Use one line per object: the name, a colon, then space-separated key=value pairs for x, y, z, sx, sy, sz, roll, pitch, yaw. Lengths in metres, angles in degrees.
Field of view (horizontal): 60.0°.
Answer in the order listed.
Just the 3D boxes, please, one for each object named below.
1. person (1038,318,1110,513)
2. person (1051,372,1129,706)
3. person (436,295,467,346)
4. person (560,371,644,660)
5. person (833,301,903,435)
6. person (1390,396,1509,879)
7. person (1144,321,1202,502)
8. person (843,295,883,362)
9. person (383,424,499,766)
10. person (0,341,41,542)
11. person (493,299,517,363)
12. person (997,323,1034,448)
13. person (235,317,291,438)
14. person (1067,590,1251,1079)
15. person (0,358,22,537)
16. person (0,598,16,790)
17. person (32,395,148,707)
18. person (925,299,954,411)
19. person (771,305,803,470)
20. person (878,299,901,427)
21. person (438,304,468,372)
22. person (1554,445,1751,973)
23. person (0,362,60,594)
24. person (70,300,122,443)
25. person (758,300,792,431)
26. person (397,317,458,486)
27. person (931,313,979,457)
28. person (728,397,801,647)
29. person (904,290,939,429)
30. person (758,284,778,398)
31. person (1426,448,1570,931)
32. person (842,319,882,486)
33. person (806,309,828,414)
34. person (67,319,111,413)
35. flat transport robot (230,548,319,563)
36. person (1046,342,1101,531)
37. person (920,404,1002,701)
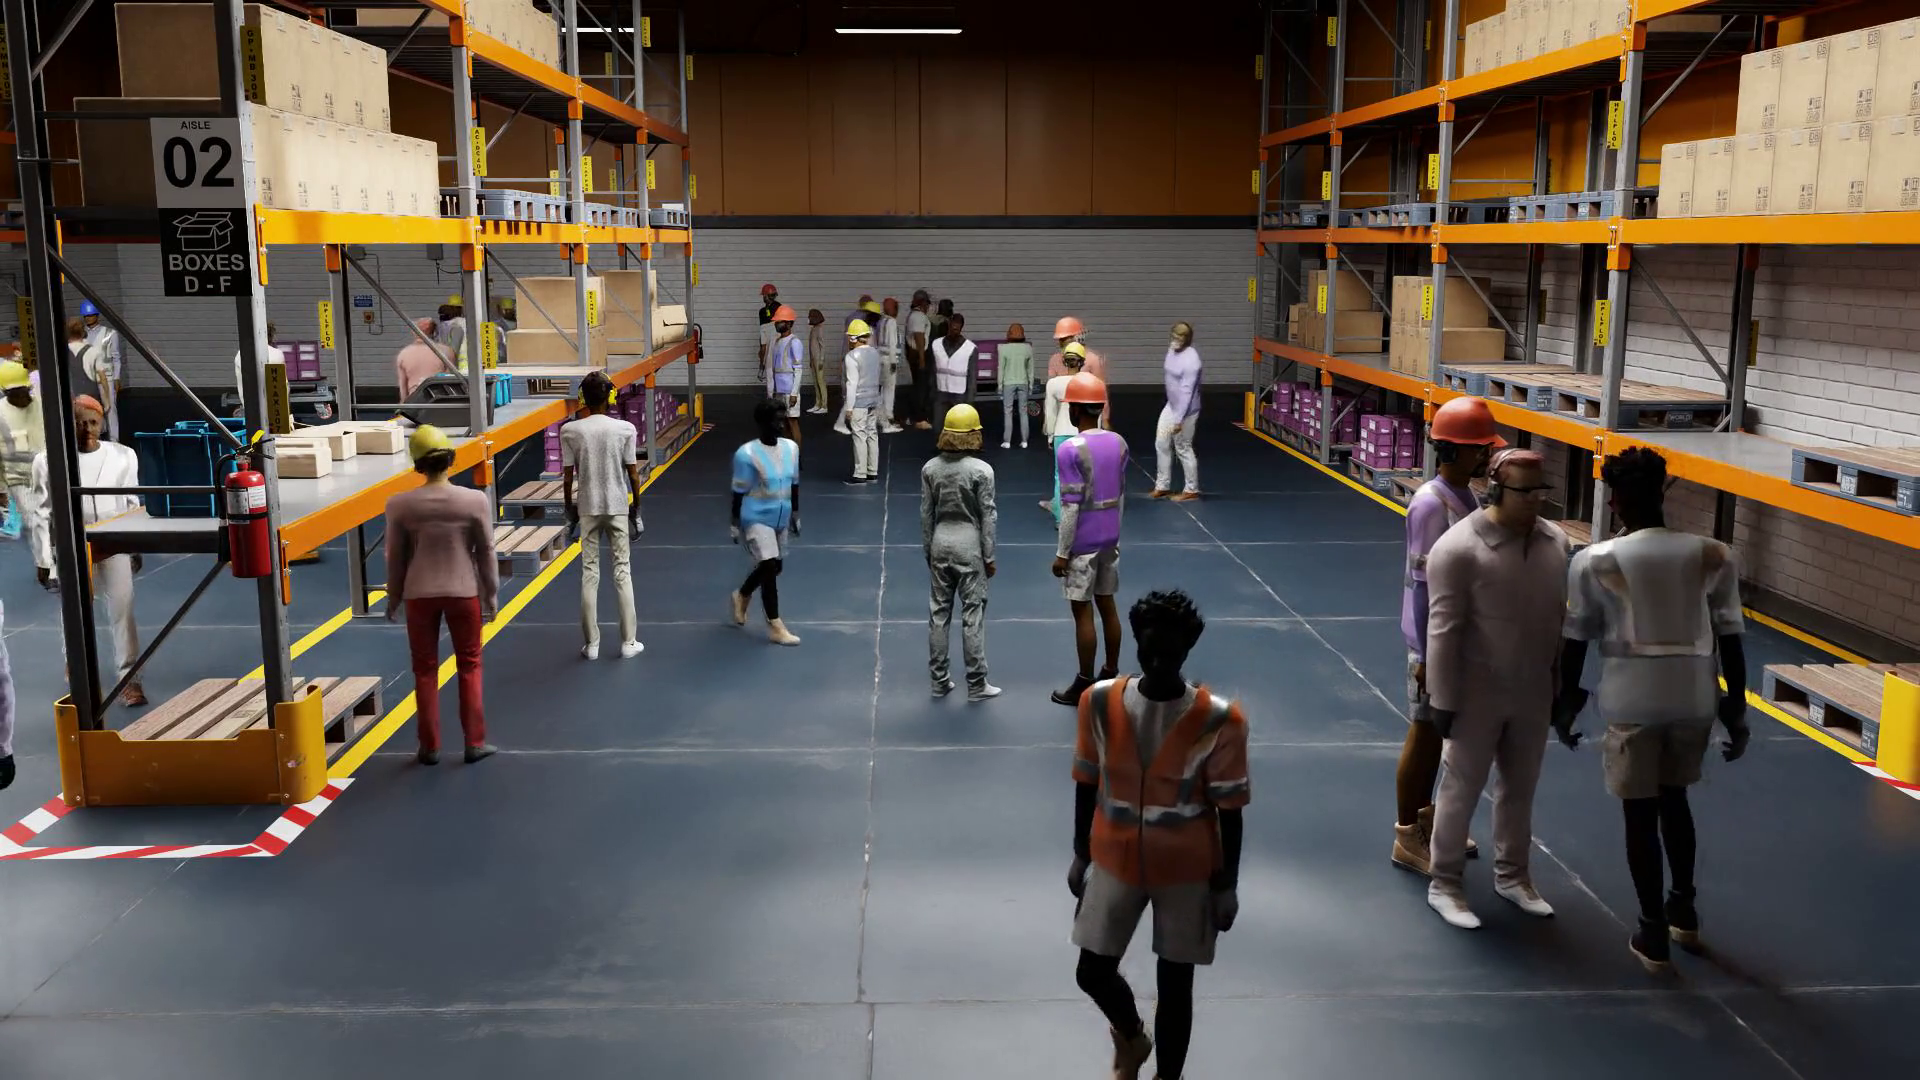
person: x=1.100 y=-1.200 z=16.315 sx=1.075 sy=1.934 sz=0.630 roll=-9 pitch=14 yaw=-41
person: x=0.726 y=0.002 z=9.624 sx=0.379 sy=1.938 sz=0.547 roll=10 pitch=14 yaw=43
person: x=-7.170 y=-2.536 z=23.793 sx=0.593 sy=1.925 sz=0.384 roll=-2 pitch=10 yaw=-13
person: x=-2.292 y=-0.155 z=10.707 sx=0.508 sy=1.864 sz=0.329 roll=-1 pitch=10 yaw=-6
person: x=-1.315 y=-2.386 z=23.140 sx=0.992 sy=1.868 sz=0.591 roll=-1 pitch=10 yaw=-5
person: x=2.085 y=0.408 z=7.071 sx=0.391 sy=2.040 sz=0.615 roll=6 pitch=12 yaw=29
person: x=2.216 y=-1.290 z=16.962 sx=0.664 sy=1.882 sz=0.712 roll=-4 pitch=11 yaw=-20
person: x=-1.518 y=-2.949 z=26.297 sx=0.666 sy=1.858 sz=0.957 roll=2 pitch=10 yaw=12
person: x=-2.645 y=0.295 z=8.501 sx=0.566 sy=1.756 sz=0.310 roll=-3 pitch=11 yaw=-18
person: x=-8.381 y=-0.893 z=14.990 sx=0.839 sy=1.803 sz=0.575 roll=-3 pitch=11 yaw=-17
person: x=-7.046 y=-2.885 z=26.126 sx=0.617 sy=1.780 sz=0.913 roll=-8 pitch=13 yaw=-37
person: x=0.730 y=-2.007 z=21.690 sx=0.496 sy=1.623 sz=0.291 roll=-3 pitch=11 yaw=-15
person: x=-6.983 y=-1.281 z=16.771 sx=0.631 sy=1.939 sz=0.370 roll=5 pitch=11 yaw=24
person: x=0.578 y=0.968 z=4.901 sx=0.552 sy=1.687 sz=0.350 roll=4 pitch=11 yaw=21
person: x=-8.786 y=-0.963 z=14.996 sx=0.630 sy=1.940 sz=0.371 roll=-6 pitch=12 yaw=-32
person: x=-3.681 y=0.738 z=5.863 sx=0.632 sy=1.820 sz=0.768 roll=-7 pitch=12 yaw=-34
person: x=-5.152 y=0.036 z=9.822 sx=0.589 sy=1.818 sz=1.061 roll=-8 pitch=13 yaw=-37
person: x=-0.327 y=-2.908 z=26.300 sx=0.984 sy=1.783 sz=0.724 roll=-3 pitch=11 yaw=-19
person: x=-2.046 y=-1.772 z=19.495 sx=0.347 sy=1.943 sz=0.544 roll=-7 pitch=12 yaw=-34
person: x=-1.030 y=-2.589 z=24.322 sx=0.346 sy=1.854 sz=0.684 roll=-3 pitch=11 yaw=-15
person: x=-7.327 y=-2.458 z=23.709 sx=0.931 sy=1.791 sz=0.654 roll=-6 pitch=12 yaw=-29
person: x=2.587 y=0.621 z=6.236 sx=0.643 sy=1.914 sz=0.620 roll=1 pitch=10 yaw=3
person: x=-7.136 y=-0.487 z=12.772 sx=0.643 sy=1.789 sz=0.652 roll=-10 pitch=14 yaw=-44
person: x=-10.913 y=-2.049 z=21.018 sx=0.603 sy=1.948 sz=0.385 roll=-2 pitch=10 yaw=-9
person: x=-2.568 y=-2.395 z=23.170 sx=0.533 sy=1.869 sz=0.311 roll=-5 pitch=12 yaw=-28
person: x=-5.563 y=-1.406 z=17.584 sx=0.679 sy=1.887 sz=0.540 roll=0 pitch=10 yaw=1
person: x=-0.061 y=-1.669 z=19.116 sx=0.629 sy=1.867 sz=0.559 roll=4 pitch=11 yaw=23
person: x=-1.356 y=-0.149 z=11.206 sx=0.757 sy=1.667 sz=0.541 roll=9 pitch=13 yaw=40
person: x=-0.538 y=-2.640 z=24.056 sx=0.534 sy=2.000 sz=0.776 roll=-1 pitch=10 yaw=-4
person: x=-3.090 y=-3.182 z=27.199 sx=0.395 sy=1.994 sz=0.612 roll=6 pitch=12 yaw=31
person: x=2.125 y=0.581 z=6.520 sx=0.650 sy=1.898 sz=0.399 roll=-4 pitch=11 yaw=-22
person: x=-1.103 y=-1.513 z=18.354 sx=0.404 sy=1.834 sz=0.592 roll=6 pitch=12 yaw=30
person: x=-2.243 y=-2.797 z=26.061 sx=0.268 sy=1.632 sz=0.507 roll=-4 pitch=11 yaw=-23
person: x=-10.061 y=-1.629 z=19.100 sx=0.531 sy=1.792 sz=0.990 roll=-3 pitch=11 yaw=-16
flat transport robot: x=-6.041 y=-0.005 z=14.303 sx=0.652 sy=0.197 sz=1.431 roll=-7 pitch=12 yaw=-35
person: x=1.058 y=-0.952 z=15.440 sx=0.523 sy=1.760 sz=0.324 roll=3 pitch=11 yaw=17
person: x=0.004 y=0.071 z=9.776 sx=0.487 sy=1.744 sz=0.312 roll=6 pitch=12 yaw=30
